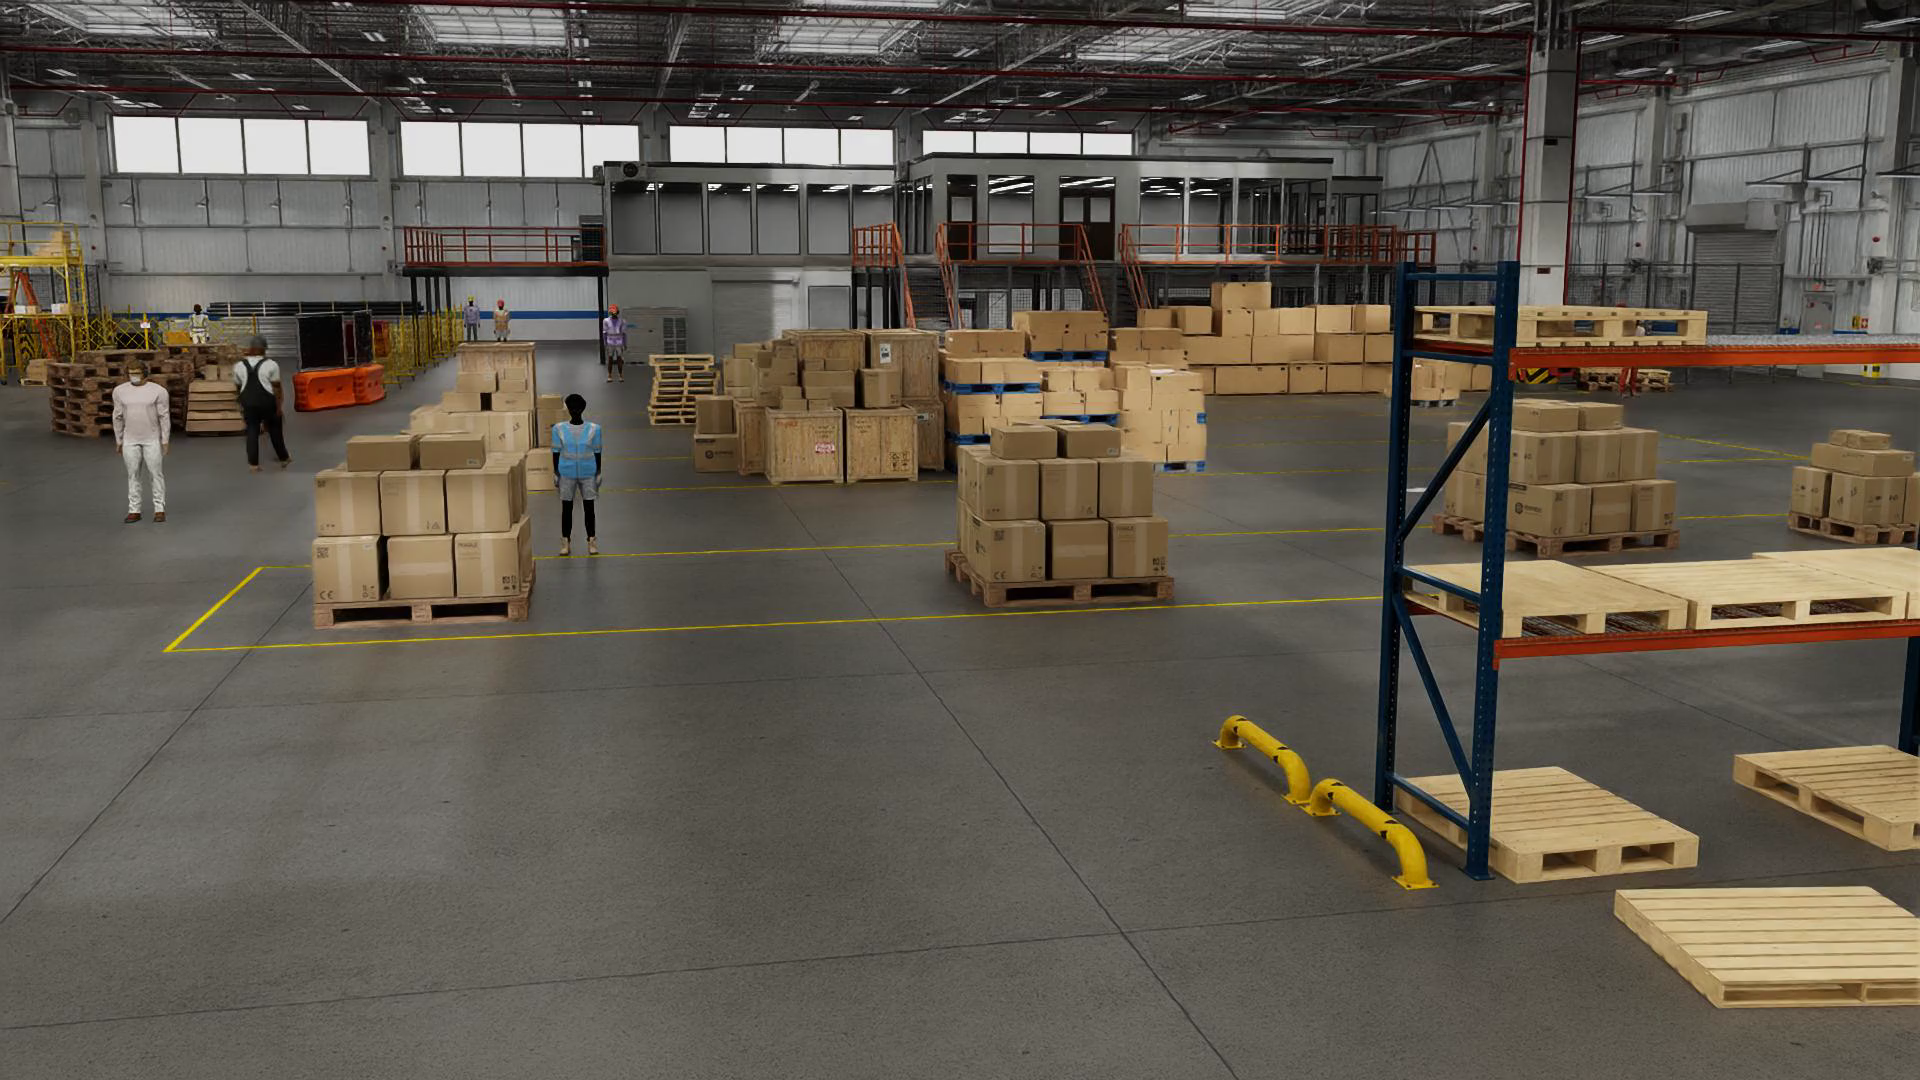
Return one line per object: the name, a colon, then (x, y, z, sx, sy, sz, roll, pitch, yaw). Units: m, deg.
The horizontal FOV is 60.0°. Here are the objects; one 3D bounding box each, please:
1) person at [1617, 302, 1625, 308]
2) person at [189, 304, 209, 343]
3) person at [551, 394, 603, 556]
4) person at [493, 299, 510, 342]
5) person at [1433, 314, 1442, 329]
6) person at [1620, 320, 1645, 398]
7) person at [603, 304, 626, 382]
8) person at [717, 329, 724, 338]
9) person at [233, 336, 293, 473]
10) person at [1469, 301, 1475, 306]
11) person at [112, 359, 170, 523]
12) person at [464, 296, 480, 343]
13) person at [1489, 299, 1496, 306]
person: (20.366, -6.379, 51.395, 0.542, 1.931, 0.366, -2, 10, -12)
person: (-23.179, -6.236, 50.671, 0.573, 1.883, 0.356, -2, 10, -12)
person: (-3.990, -0.677, 17.351, 0.532, 1.696, 0.319, -2, 10, -12)
person: (-15.326, -7.070, 55.611, 0.542, 1.931, 0.366, -2, 10, -12)
person: (14.064, -5.962, 49.437, 0.553, 1.723, 0.870, -7, 12, -37)
person: (15.521, -4.278, 38.394, 0.608, 1.995, 0.377, -2, 10, -12)
person: (-9.040, -5.150, 43.565, 0.606, 2.044, 0.374, -2, 10, -12)
person: (-7.628, -6.579, 52.777, 0.508, 1.872, 0.329, -2, 10, -12)
person: (-10.309, -2.042, 24.622, 0.708, 2.000, 0.988, 0, 9, 1)
person: (17.561, -7.287, 57.214, 0.624, 1.840, 0.429, -2, 10, -12)
person: (-9.640, -1.166, 19.611, 0.629, 1.936, 0.373, -2, 10, -12)
person: (-18.174, -8.103, 61.910, 0.585, 1.927, 0.366, -2, 10, -12)
person: (18.396, -7.403, 57.668, 0.650, 1.911, 0.912, -2, 9, -11)
